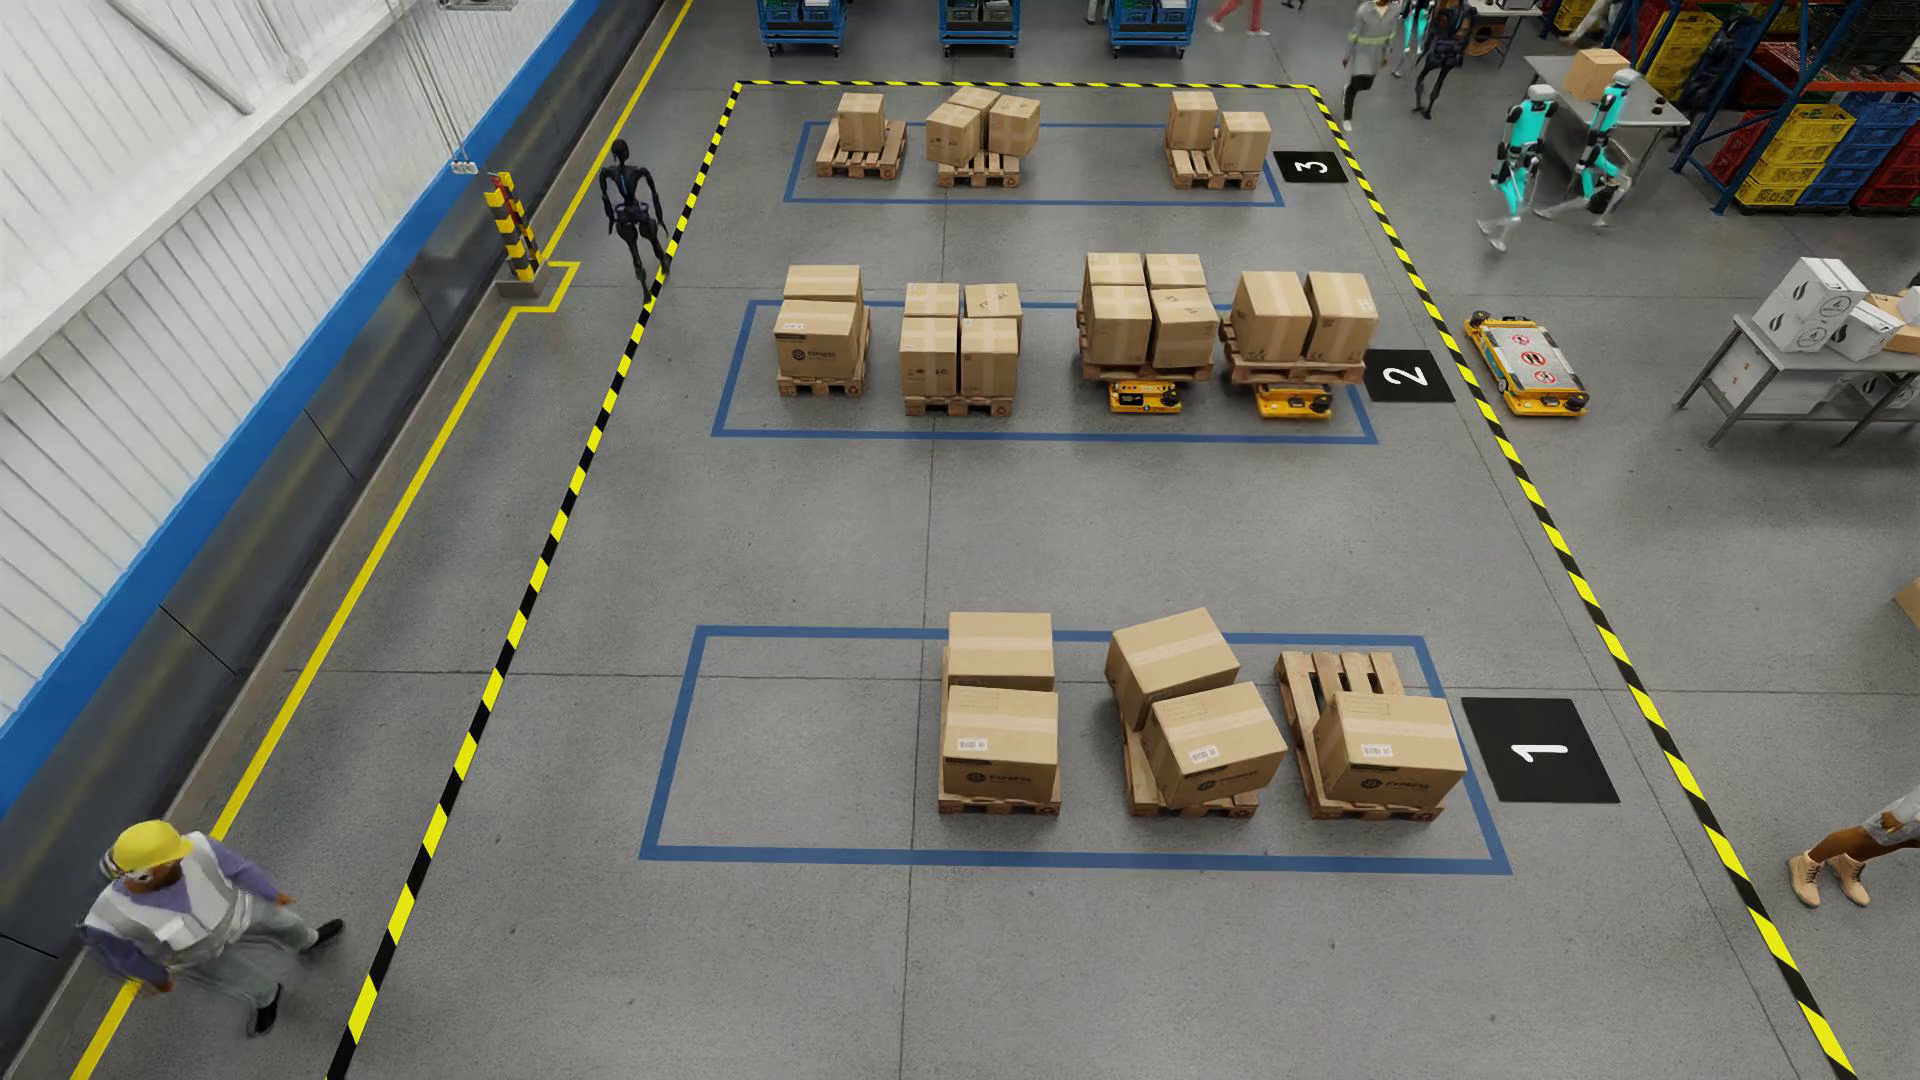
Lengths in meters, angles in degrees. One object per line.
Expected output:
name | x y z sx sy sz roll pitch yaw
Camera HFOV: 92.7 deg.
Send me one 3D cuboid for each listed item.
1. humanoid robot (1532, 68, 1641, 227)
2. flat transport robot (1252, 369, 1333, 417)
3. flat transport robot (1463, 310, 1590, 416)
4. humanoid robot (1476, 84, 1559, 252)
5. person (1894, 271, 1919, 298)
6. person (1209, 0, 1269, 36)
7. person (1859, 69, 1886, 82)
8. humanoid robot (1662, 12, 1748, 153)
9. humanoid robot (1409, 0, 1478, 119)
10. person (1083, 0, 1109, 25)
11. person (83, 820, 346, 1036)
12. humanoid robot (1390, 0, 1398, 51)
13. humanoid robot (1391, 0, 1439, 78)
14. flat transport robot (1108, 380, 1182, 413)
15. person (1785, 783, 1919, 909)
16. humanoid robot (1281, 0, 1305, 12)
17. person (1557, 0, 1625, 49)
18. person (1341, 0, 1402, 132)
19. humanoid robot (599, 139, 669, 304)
humanoid robot | 7.336 -4.264 10.286 1.014 1.772 0.533 35 58 27
flat transport robot | 3.172 -1.751 9.031 0.652 0.197 1.431 1 49 1
flat transport robot | 5.573 -1.757 9.054 0.659 0.231 1.431 1 49 1
humanoid robot | 6.102 -3.937 9.959 0.541 1.740 0.917 -9 50 -8
person | 10.367 -3.170 9.244 0.336 1.836 0.502 -29 55 -23
person | 4.453 -8.753 14.051 0.915 1.882 0.605 14 51 12
person | 13.653 -7.519 12.938 0.541 1.938 0.354 -12 50 -10
humanoid robot | 9.450 -5.800 11.622 0.388 1.641 0.589 1 49 1
humanoid robot | 6.463 -6.512 12.232 0.607 1.647 0.365 2 49 1
person | 2.274 -9.095 14.373 0.575 1.830 0.407 -9 50 -8
person | -3.896 2.034 4.778 0.406 1.781 0.671 23 53 18
humanoid robot | 6.431 -8.299 13.801 0.611 1.621 0.721 -29 55 -23
humanoid robot | 6.548 -7.407 13.023 0.538 1.865 0.656 -1 49 -1
flat transport robot | 1.773 -1.807 9.079 0.652 0.197 1.431 1 49 1
person | 5.484 1.516 5.055 0.604 2.035 0.381 1 49 1
humanoid robot | 5.595 -9.471 14.804 0.601 1.635 0.563 -29 55 -23
person | 9.710 -8.215 13.619 0.772 1.812 0.654 4 49 3
person | 5.332 -6.428 12.058 0.587 1.835 0.654 -4 49 -4
humanoid robot | -3.390 -3.355 9.539 0.611 1.623 0.785 -6 49 -5
